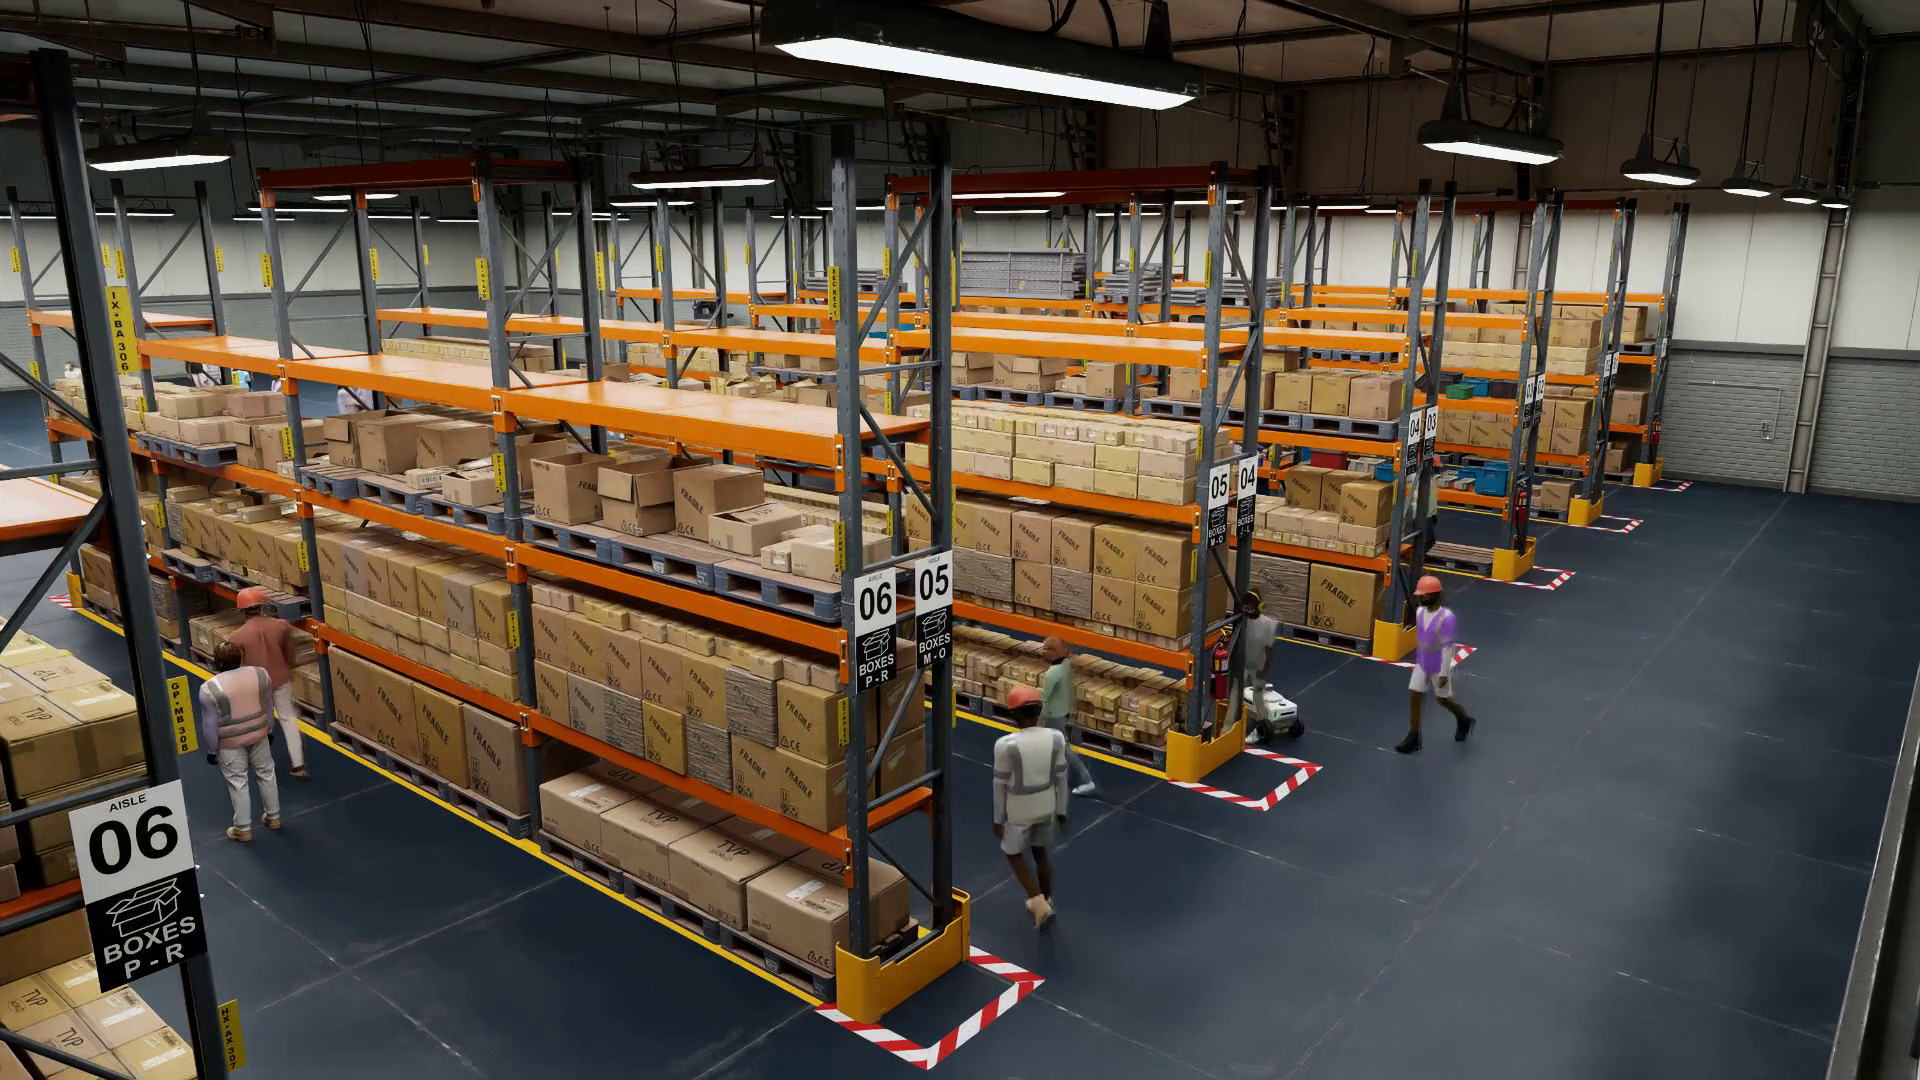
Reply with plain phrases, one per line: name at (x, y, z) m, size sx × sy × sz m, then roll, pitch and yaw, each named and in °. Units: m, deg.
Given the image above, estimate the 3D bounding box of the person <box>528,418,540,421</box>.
person at (-9.230, -2.177, 27.554) m, size 0.376 × 1.934 × 0.547 m, roll -3°, pitch 14°, yaw -13°

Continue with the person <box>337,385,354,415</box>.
person at (-15.617, -3.275, 32.182) m, size 0.911 × 1.895 × 0.590 m, roll 1°, pitch 14°, yaw 3°

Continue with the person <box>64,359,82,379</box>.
person at (-25.186, -4.238, 36.089) m, size 0.645 × 1.910 × 0.722 m, roll 3°, pitch 14°, yaw 12°

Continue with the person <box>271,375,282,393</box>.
person at (-17.641, -3.476, 32.657) m, size 0.615 × 2.047 × 0.356 m, roll 9°, pitch 16°, yaw 34°

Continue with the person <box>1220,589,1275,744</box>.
person at (2.996, 1.369, 13.253) m, size 0.597 × 1.795 × 0.999 m, roll 11°, pitch 17°, yaw 38°

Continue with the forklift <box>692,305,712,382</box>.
forklift at (-9.511, -7.392, 47.124) m, size 1.873 × 2.768 × 1.129 m, roll 11°, pitch 17°, yaw 38°

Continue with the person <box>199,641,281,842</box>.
person at (-6.507, 1.801, 11.384) m, size 0.430 × 1.845 × 0.621 m, roll 9°, pitch 16°, yaw 33°

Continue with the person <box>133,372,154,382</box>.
person at (-29.781, -6.403, 45.646) m, size 0.861 × 1.589 × 0.525 m, roll -9°, pitch 17°, yaw -34°

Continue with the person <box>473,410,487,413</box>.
person at (-11.136, -2.657, 29.636) m, size 0.580 × 1.897 × 0.934 m, roll -7°, pitch 15°, yaw -28°

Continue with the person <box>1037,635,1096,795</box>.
person at (0.956, 1.701, 12.314) m, size 0.855 × 1.592 × 0.517 m, roll 5°, pitch 15°, yaw 21°

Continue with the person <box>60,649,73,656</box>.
person at (-8.072, 1.837, 11.464) m, size 0.483 × 1.737 × 0.320 m, roll 3°, pitch 14°, yaw 14°

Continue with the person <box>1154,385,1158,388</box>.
person at (4.928, -3.139, 31.542) m, size 0.391 × 1.919 × 0.589 m, roll 12°, pitch 18°, yaw 42°

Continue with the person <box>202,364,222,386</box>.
person at (-23.814, -5.174, 40.103) m, size 0.404 × 1.828 × 0.592 m, roll 7°, pitch 15°, yaw 26°

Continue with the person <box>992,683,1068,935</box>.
person at (0.571, 2.115, 9.783) m, size 0.632 × 1.993 × 0.659 m, roll -6°, pitch 15°, yaw -25°

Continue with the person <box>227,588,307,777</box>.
person at (-7.007, 1.431, 12.722) m, size 1.050 × 1.946 × 0.628 m, roll 13°, pitch 19°, yaw 42°

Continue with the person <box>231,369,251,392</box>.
person at (-21.567, -4.518, 37.763) m, size 0.547 × 1.651 × 0.871 m, roll -9°, pitch 16°, yaw -34°

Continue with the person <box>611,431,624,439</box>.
person at (-9.223, -3.673, 33.785) m, size 0.661 × 1.894 × 0.536 m, roll -6°, pitch 15°, yaw -23°

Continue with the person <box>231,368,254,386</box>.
person at (-22.596, -5.144, 39.625) m, size 0.674 × 2.000 × 0.535 m, roll -11°, pitch 17°, yaw -37°

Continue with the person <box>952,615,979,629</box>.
person at (-0.009, 0.285, 17.509) m, size 0.799 × 1.884 × 0.613 m, roll 11°, pitch 18°, yaw 38°

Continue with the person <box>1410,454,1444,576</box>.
person at (7.476, -0.395, 20.121) m, size 0.476 × 1.977 × 0.650 m, roll 10°, pitch 17°, yaw 35°

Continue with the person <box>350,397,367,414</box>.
person at (-13.920, -2.445, 29.076) m, size 0.874 × 1.725 × 0.543 m, roll 5°, pitch 14°, yaw 19°

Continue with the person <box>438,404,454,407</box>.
person at (-12.313, -2.790, 30.295) m, size 0.586 × 1.829 × 0.392 m, roll -1°, pitch 14°, yaw -6°

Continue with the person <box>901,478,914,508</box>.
person at (-0.965, -0.333, 20.488) m, size 0.368 × 1.682 × 0.557 m, roll 11°, pitch 18°, yaw 39°

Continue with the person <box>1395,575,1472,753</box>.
person at (5.070, 1.294, 13.376) m, size 0.907 × 1.899 × 0.563 m, roll -7°, pitch 15°, yaw -27°

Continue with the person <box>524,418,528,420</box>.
person at (-10.661, -2.998, 30.926) m, size 0.414 × 1.935 × 0.608 m, roll -6°, pitch 15°, yaw -22°

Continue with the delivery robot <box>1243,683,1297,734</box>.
delivery robot at (3.383, 1.822, 13.872) m, size 0.477 × 0.478 × 0.707 m, roll -6°, pitch 15°, yaw -23°

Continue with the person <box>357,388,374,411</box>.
person at (-15.768, -3.524, 33.264) m, size 1.017 × 1.847 × 0.651 m, roll -3°, pitch 14°, yaw -12°

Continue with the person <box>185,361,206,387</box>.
person at (-24.737, -5.419, 40.837) m, size 0.622 × 1.953 × 0.787 m, roll -5°, pitch 14°, yaw -18°
